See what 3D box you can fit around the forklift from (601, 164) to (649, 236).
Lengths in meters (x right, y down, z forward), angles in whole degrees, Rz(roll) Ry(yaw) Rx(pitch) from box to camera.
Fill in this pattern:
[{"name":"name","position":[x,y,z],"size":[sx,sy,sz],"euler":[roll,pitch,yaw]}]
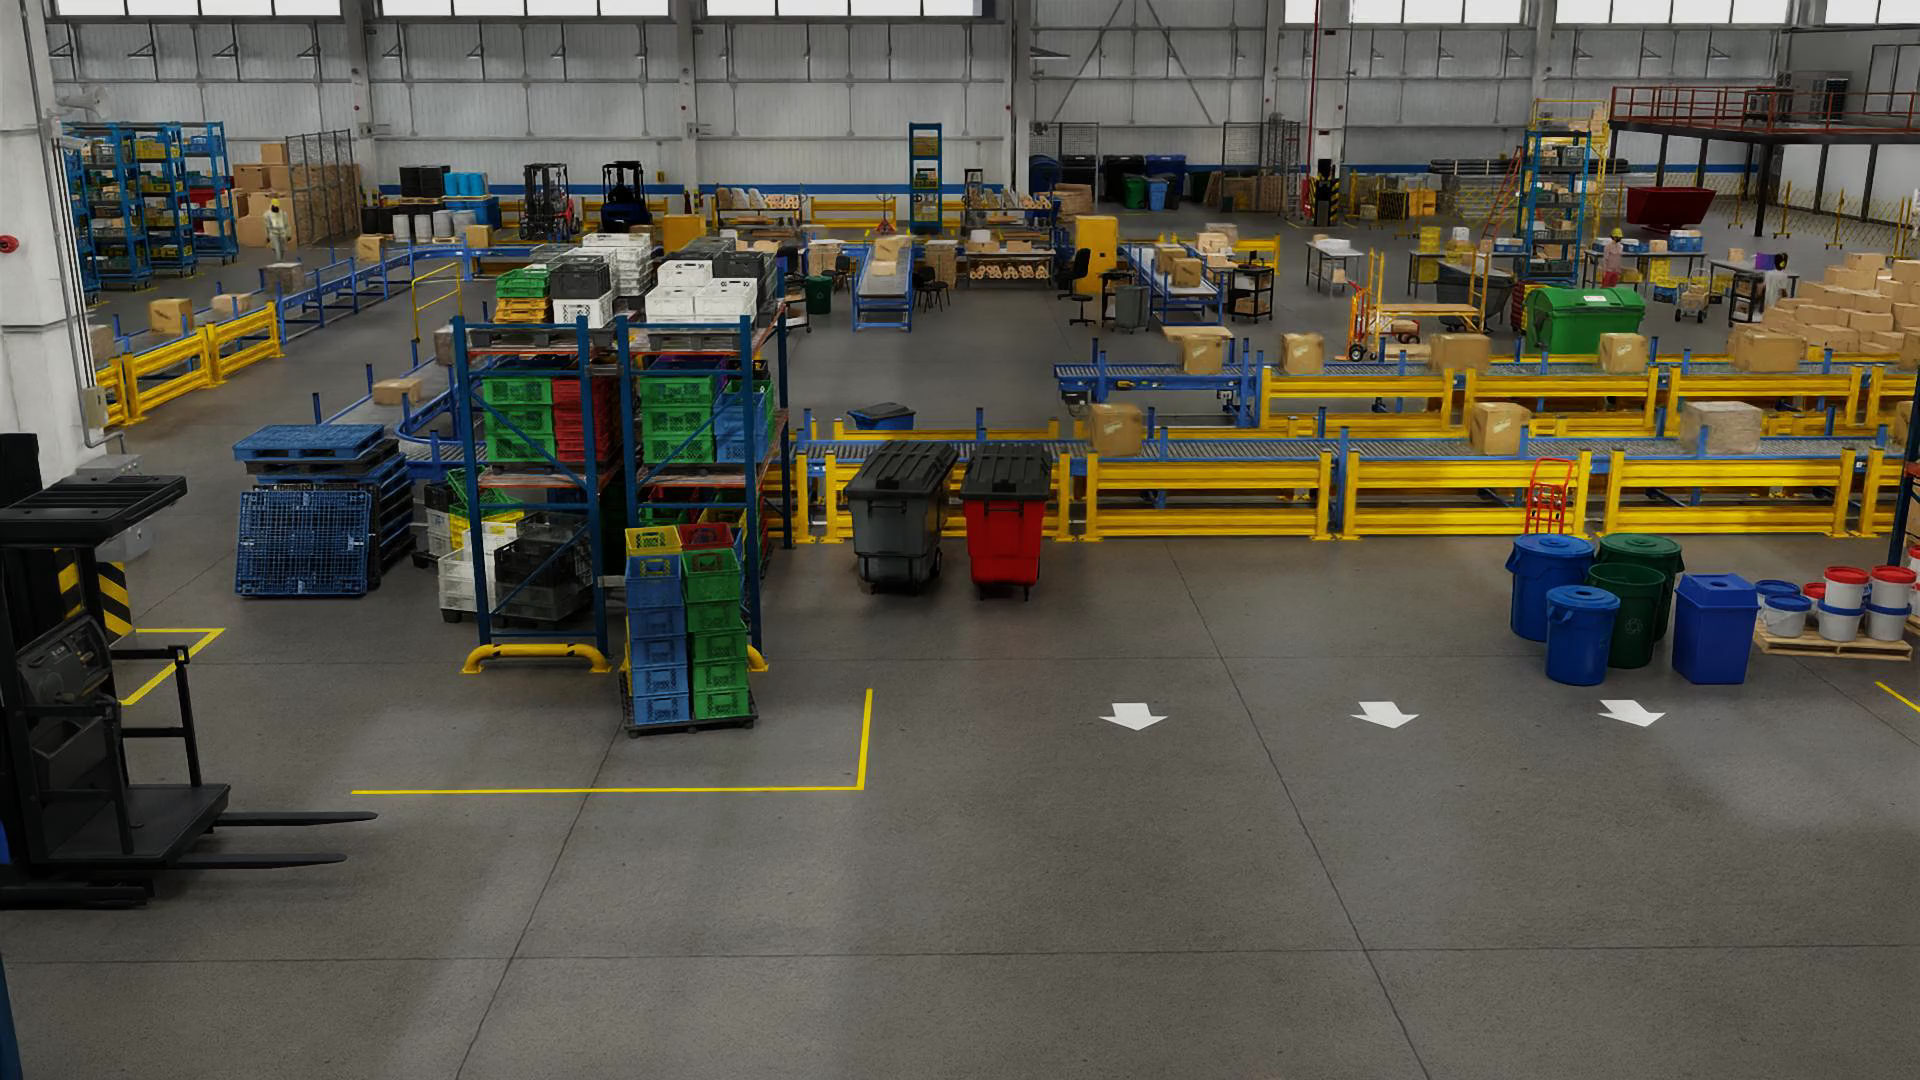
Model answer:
[{"name":"forklift","position":[-9.948,-10.127,49.296],"size":[1.157,1.987,2.680],"euler":[-1,16,-3]}]

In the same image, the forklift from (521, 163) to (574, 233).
[{"name":"forklift","position":[-12.233,-10.122,49.298],"size":[1.157,1.987,2.680],"euler":[0,16,-1]}]

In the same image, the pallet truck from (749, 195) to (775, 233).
[{"name":"pallet truck","position":[-6.051,-9.967,50.660],"size":[0.680,1.201,1.601],"euler":[0,16,-1]}]

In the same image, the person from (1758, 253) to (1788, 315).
[{"name":"person","position":[14.293,-4.093,29.129],"size":[0.390,1.856,0.514],"euler":[-2,16,-8]}]

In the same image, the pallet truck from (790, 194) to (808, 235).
[{"name":"pallet truck","position":[-4.814,-9.883,50.259],"size":[0.704,1.261,1.522],"euler":[-1,16,-3]}]

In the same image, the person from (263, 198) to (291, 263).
[{"name":"person","position":[-17.084,-7.657,41.623],"size":[0.591,1.806,0.779],"euler":[-12,20,-35]}]

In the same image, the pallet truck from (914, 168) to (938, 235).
[{"name":"pallet truck","position":[-0.989,-10.316,50.507],"size":[0.823,1.965,1.885],"euler":[1,16,3]}]

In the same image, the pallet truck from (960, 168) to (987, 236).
[{"name":"pallet truck","position":[0.383,-10.230,50.206],"size":[0.823,1.965,1.885],"euler":[-1,16,-3]}]

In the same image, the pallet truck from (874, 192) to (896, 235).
[{"name":"pallet truck","position":[-2.277,-9.986,50.594],"size":[0.653,1.274,1.630],"euler":[0,16,-1]}]

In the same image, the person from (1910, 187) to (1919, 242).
[{"name":"person","position":[27.794,-9.540,48.047],"size":[0.577,1.869,0.579],"euler":[3,16,11]}]

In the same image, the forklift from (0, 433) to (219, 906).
[{"name":"forklift","position":[-5.952,0.780,10.366],"size":[1.873,2.768,1.129],"euler":[0,16,-1]}]

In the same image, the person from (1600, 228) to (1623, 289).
[{"name":"person","position":[13.478,-5.551,34.356],"size":[0.533,1.767,0.327],"euler":[-8,18,-26]}]
